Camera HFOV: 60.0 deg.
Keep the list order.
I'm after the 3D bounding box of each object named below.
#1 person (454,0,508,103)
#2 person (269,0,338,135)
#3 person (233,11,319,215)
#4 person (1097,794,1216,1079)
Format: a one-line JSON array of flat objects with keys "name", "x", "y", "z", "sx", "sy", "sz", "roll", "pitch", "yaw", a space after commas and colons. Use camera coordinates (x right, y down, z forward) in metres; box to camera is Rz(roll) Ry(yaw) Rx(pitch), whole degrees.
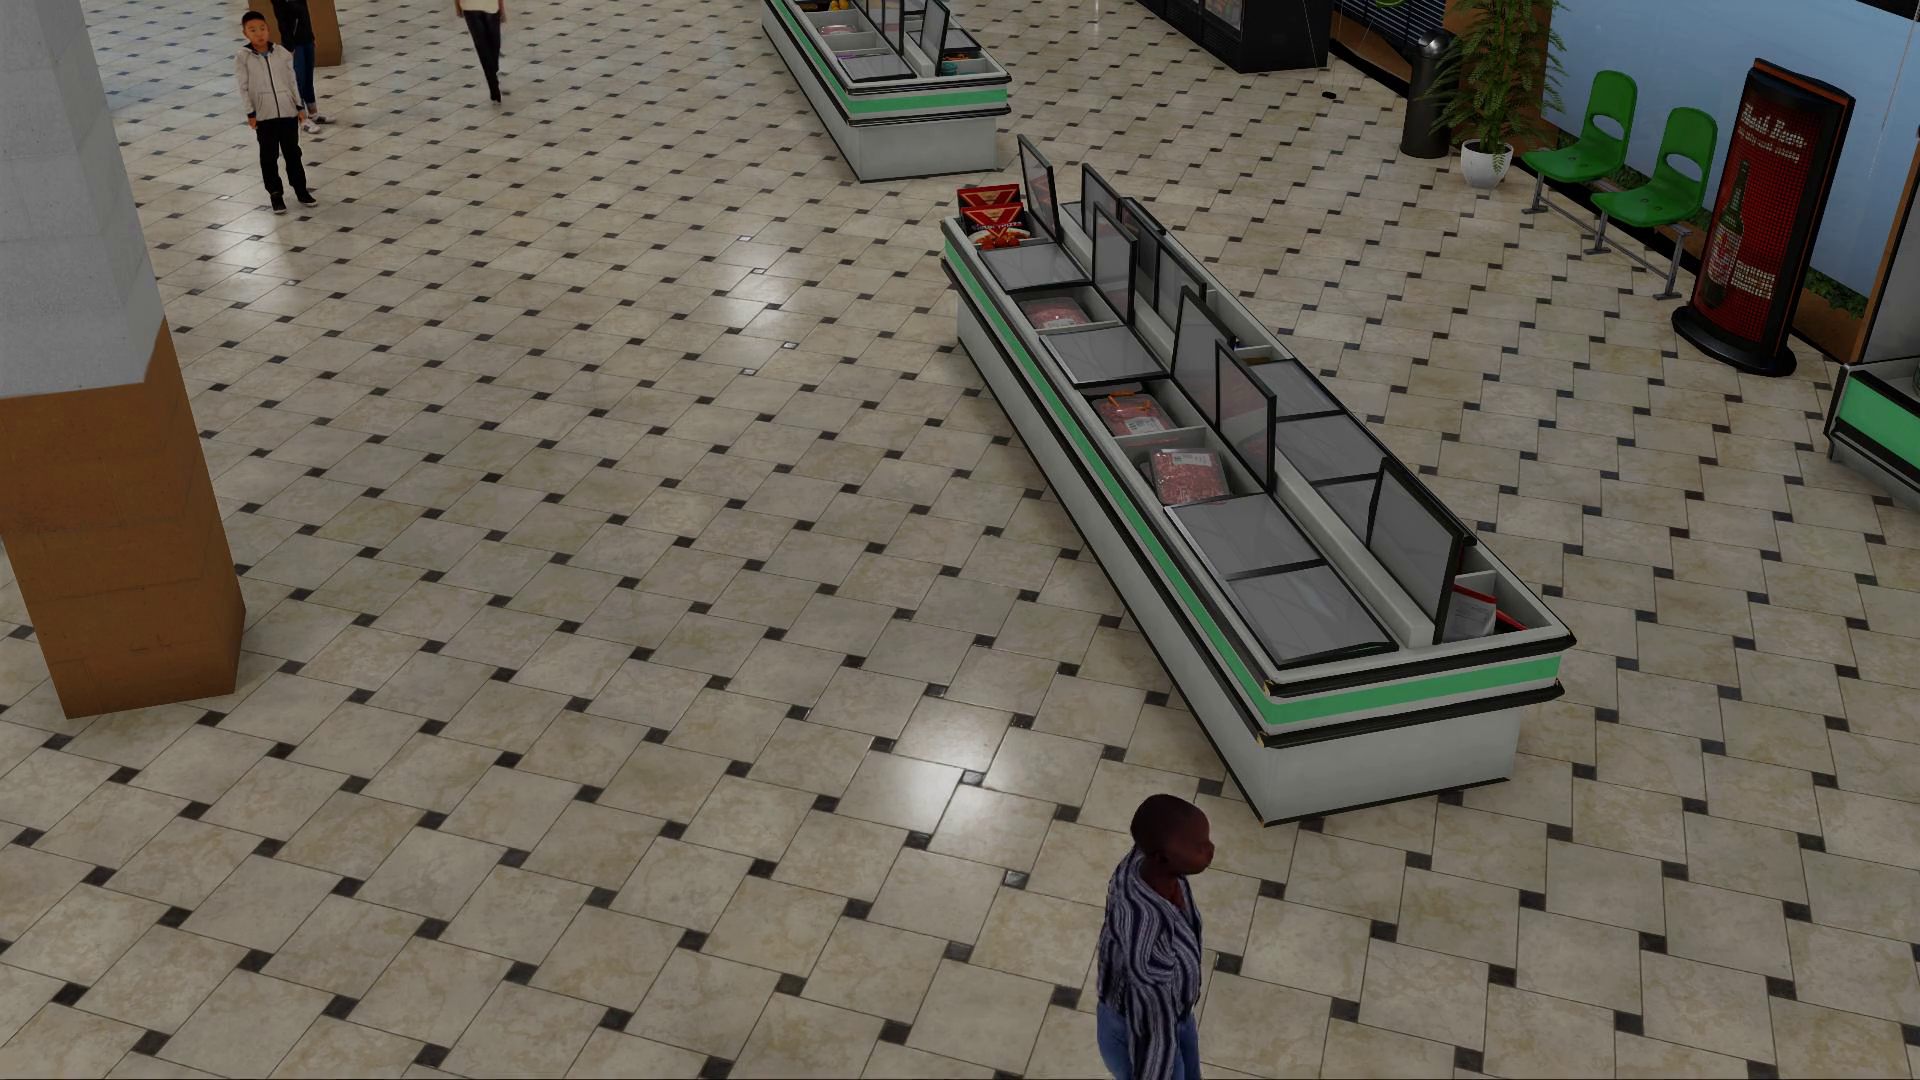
[{"name": "person", "x": -4.150, "y": -4.581, "z": 14.465, "sx": 0.692, "sy": 1.550, "sz": 1.023, "roll": -13, "pitch": 34, "yaw": -19}, {"name": "person", "x": -5.542, "y": -4.177, "z": 13.880, "sx": 0.691, "sy": 1.484, "sz": 0.576, "roll": 5, "pitch": 32, "yaw": 8}, {"name": "person", "x": -5.078, "y": -3.169, "z": 12.286, "sx": 0.653, "sy": 1.455, "sz": 0.655, "roll": -24, "pitch": 39, "yaw": -33}, {"name": "person", "x": 0.433, "y": 1.396, "z": 4.642, "sx": 0.841, "sy": 1.780, "sz": 0.771, "roll": 3, "pitch": 32, "yaw": 5}]
